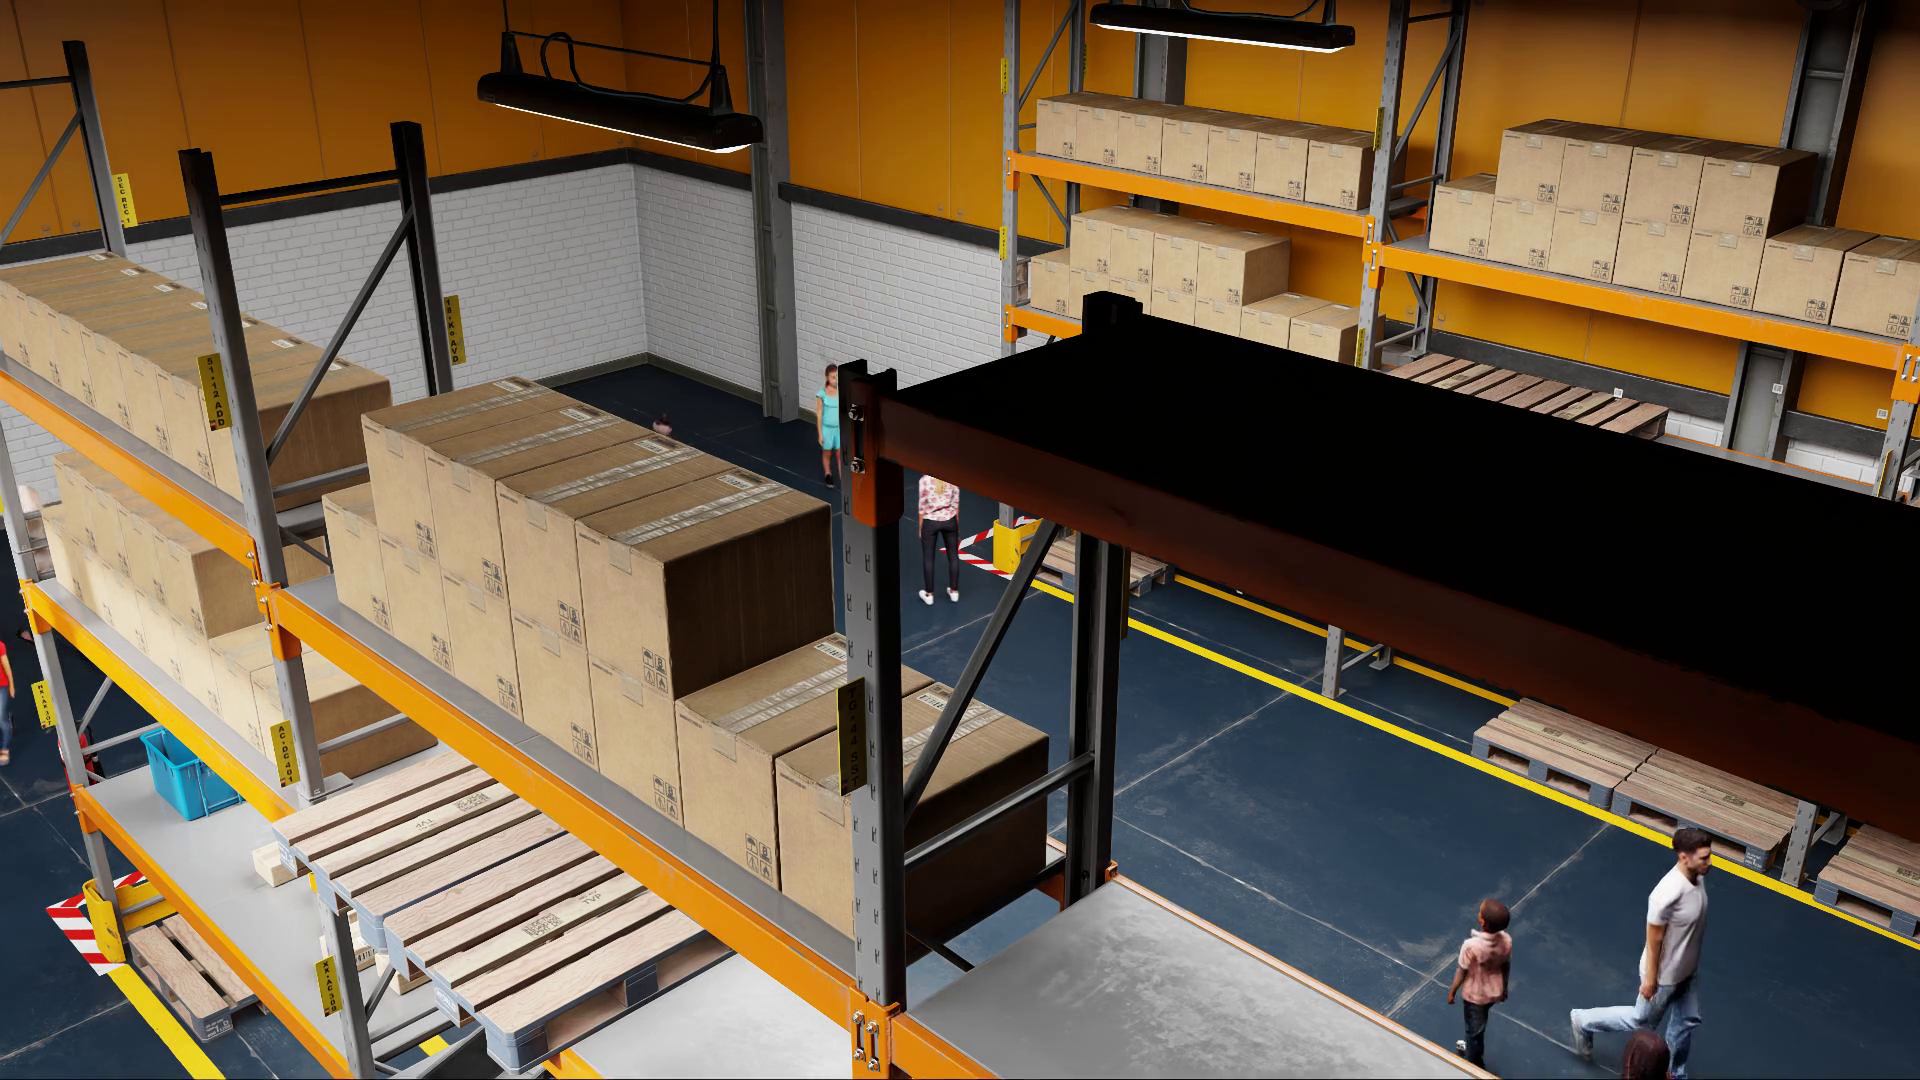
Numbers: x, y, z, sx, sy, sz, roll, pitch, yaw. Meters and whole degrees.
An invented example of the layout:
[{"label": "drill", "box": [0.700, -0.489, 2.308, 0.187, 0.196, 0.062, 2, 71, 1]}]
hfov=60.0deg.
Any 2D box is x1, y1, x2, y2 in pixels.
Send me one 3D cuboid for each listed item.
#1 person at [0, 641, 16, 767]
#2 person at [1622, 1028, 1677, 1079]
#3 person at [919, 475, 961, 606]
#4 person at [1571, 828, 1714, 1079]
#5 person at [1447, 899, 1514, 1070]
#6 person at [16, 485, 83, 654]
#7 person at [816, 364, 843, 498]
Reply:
[{"label": "person", "box": [-7.974, 1.187, 13.722, 0.718, 1.293, 0.852, -5, 24, -12]}, {"label": "person", "box": [3.499, 3.238, 8.648, 0.697, 1.599, 0.717, -11, 26, -23]}, {"label": "person", "box": [-0.198, -0.156, 16.375, 0.634, 1.629, 0.650, -6, 24, -13]}, {"label": "person", "box": [4.182, 2.507, 10.018, 0.735, 1.840, 1.113, -19, 30, -36]}, {"label": "person", "box": [3.204, 2.772, 10.088, 0.620, 1.300, 0.672, -9, 25, -20]}, {"label": "person", "box": [-8.258, 0.321, 15.231, 1.194, 1.671, 0.891, 10, 25, 21]}, {"label": "person", "box": [-1.487, -1.270, 19.061, 0.866, 1.518, 1.113, -8, 25, -17]}]
